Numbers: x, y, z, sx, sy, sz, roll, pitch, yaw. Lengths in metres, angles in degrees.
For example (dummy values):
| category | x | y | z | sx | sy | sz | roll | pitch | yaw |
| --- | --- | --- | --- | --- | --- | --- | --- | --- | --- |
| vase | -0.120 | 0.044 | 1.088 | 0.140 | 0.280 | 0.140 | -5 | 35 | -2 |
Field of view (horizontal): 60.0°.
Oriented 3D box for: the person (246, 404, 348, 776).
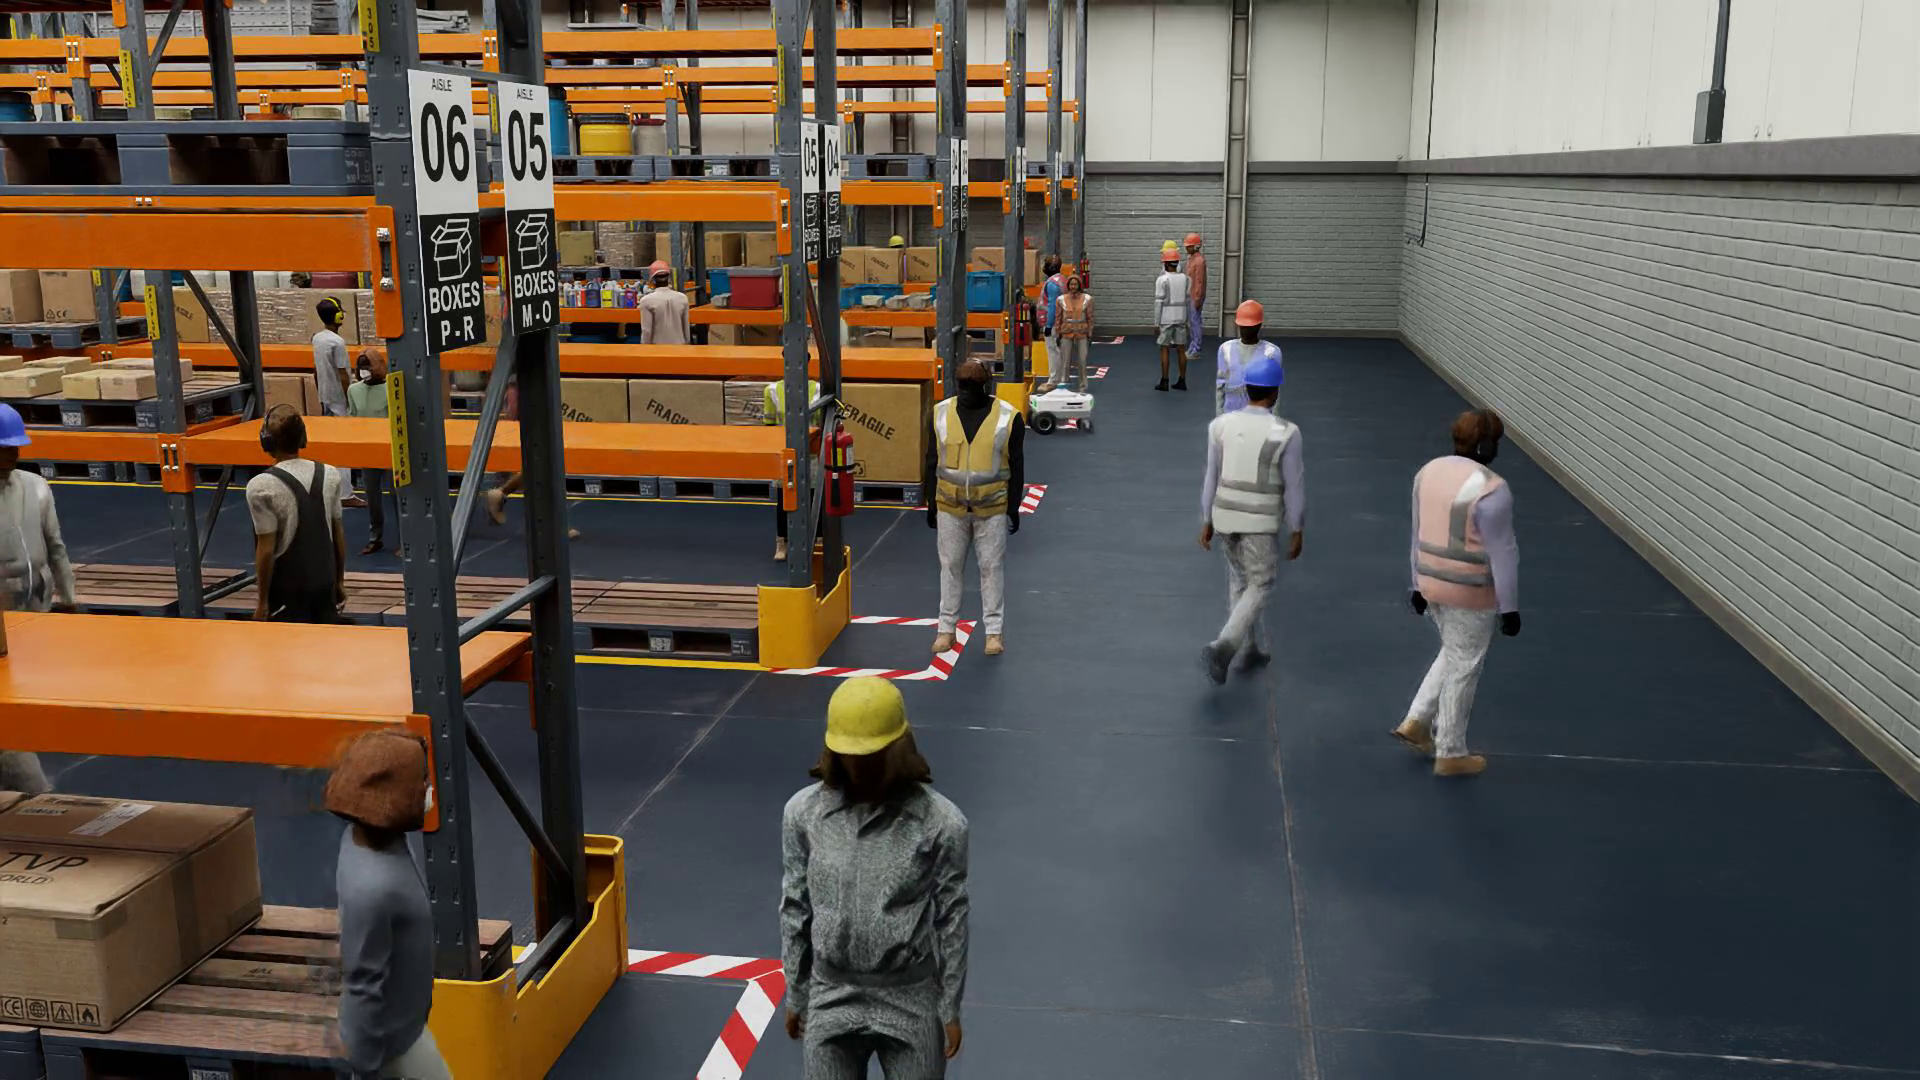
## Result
| category | x | y | z | sx | sy | sz | roll | pitch | yaw |
| --- | --- | --- | --- | --- | --- | --- | --- | --- | --- |
| person | -3.252 | 0.246 | 8.205 | 0.325 | 1.843 | 0.517 | 8 | 15 | 31 |

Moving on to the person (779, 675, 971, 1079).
| category | x | y | z | sx | sy | sz | roll | pitch | yaw |
| --- | --- | --- | --- | --- | --- | --- | --- | --- | --- |
| person | -0.224 | 1.175 | 4.250 | 0.492 | 1.741 | 0.324 | 2 | 13 | 10 |

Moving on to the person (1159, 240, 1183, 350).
| category | x | y | z | sx | sy | sz | roll | pitch | yaw |
| --- | --- | --- | --- | --- | --- | --- | --- | --- | --- |
| person | 3.532 | -4.117 | 27.965 | 0.404 | 1.821 | 0.593 | -2 | 13 | -7 |

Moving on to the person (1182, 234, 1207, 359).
| category | x | y | z | sx | sy | sz | roll | pitch | yaw |
| --- | --- | --- | --- | --- | --- | --- | --- | --- | --- |
| person | 3.722 | -3.880 | 26.521 | 0.405 | 1.986 | 0.612 | -1 | 13 | -5 |

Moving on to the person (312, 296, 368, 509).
| category | x | y | z | sx | sy | sz | roll | pitch | yaw |
| --- | --- | --- | --- | --- | --- | --- | --- | --- | --- |
| person | -5.495 | -1.211 | 14.717 | 0.531 | 1.875 | 0.316 | 11 | 17 | 41 |

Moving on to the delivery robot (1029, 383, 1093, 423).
| category | x | y | z | sx | sy | sz | roll | pitch | yaw |
| --- | --- | --- | --- | --- | --- | --- | --- | --- | --- |
| delivery robot | 1.160 | -1.550 | 19.036 | 0.707 | 0.478 | 0.477 | -2 | 13 | -8 |

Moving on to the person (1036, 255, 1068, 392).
| category | x | y | z | sx | sy | sz | roll | pitch | yaw |
| --- | --- | --- | --- | --- | --- | --- | --- | --- | --- |
| person | 1.246 | -2.941 | 22.600 | 0.429 | 1.846 | 0.625 | 3 | 13 | 11 |

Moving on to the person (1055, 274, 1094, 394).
| category | x | y | z | sx | sy | sz | roll | pitch | yaw |
| --- | --- | --- | --- | --- | --- | --- | --- | --- | --- |
| person | 1.501 | -2.670 | 21.865 | 0.508 | 1.629 | 0.317 | 1 | 13 | 5 |

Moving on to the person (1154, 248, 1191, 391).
| category | x | y | z | sx | sy | sz | roll | pitch | yaw |
| --- | --- | --- | --- | --- | --- | --- | --- | --- | --- |
| person | 2.868 | -2.990 | 22.638 | 0.549 | 1.929 | 0.386 | -5 | 14 | -23 |

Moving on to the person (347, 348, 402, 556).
| category | x | y | z | sx | sy | sz | roll | pitch | yaw |
| --- | --- | --- | --- | --- | --- | --- | --- | --- | --- |
| person | -4.496 | -0.676 | 12.880 | 0.497 | 1.627 | 0.288 | 3 | 13 | 14 |

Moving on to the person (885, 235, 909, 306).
| category | x | y | z | sx | sy | sz | roll | pitch | yaw |
| --- | --- | --- | --- | --- | --- | --- | --- | --- | --- |
| person | -1.014 | -4.078 | 27.576 | 0.401 | 1.915 | 0.603 | 10 | 16 | 38 |

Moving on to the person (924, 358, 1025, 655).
| category | x | y | z | sx | sy | sz | roll | pitch | yaw |
| --- | --- | --- | --- | --- | --- | --- | --- | --- | --- |
| person | 0.079 | -0.201 | 10.248 | 0.619 | 1.838 | 0.430 | 2 | 13 | 9 |

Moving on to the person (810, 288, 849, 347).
| category | x | y | z | sx | sy | sz | roll | pitch | yaw |
| --- | --- | --- | --- | --- | --- | --- | --- | --- | --- |
| person | -1.344 | -1.635 | 16.788 | 0.413 | 1.811 | 0.607 | 4 | 13 | 17 |

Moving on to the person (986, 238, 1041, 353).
| category | x | y | z | sx | sy | sz | roll | pitch | yaw |
| --- | --- | --- | --- | --- | --- | --- | --- | --- | --- |
| person | 0.885 | -3.717 | 25.840 | 0.979 | 1.946 | 0.661 | 3 | 13 | 12 |

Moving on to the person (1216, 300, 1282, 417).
| category | x | y | z | sx | sy | sz | roll | pitch | yaw |
| --- | --- | --- | --- | --- | --- | --- | --- | --- | --- |
| person | 2.354 | -1.007 | 13.677 | 0.543 | 1.929 | 0.381 | 6 | 14 | 27 |

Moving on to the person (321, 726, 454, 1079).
| category | x | y | z | sx | sy | sz | roll | pitch | yaw |
| --- | --- | --- | --- | --- | --- | --- | --- | --- | --- |
| person | -1.524 | 1.246 | 4.239 | 0.767 | 1.602 | 0.494 | -4 | 13 | -19 |

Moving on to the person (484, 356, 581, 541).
| category | x | y | z | sx | sy | sz | roll | pitch | yaw |
| --- | --- | --- | --- | --- | --- | --- | --- | --- | --- |
| person | -3.478 | -0.984 | 13.349 | 0.717 | 2.021 | 0.628 | 4 | 13 | 16 |

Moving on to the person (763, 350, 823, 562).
| category | x | y | z | sx | sy | sz | roll | pitch | yaw |
| --- | --- | --- | --- | --- | --- | --- | --- | --- | --- |
| person | -1.231 | -0.659 | 12.652 | 0.532 | 1.690 | 0.322 | 0 | 12 | 1 |

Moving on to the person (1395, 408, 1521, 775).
| category | x | y | z | sx | sy | sz | roll | pitch | yaw |
| --- | --- | --- | --- | --- | --- | --- | --- | --- | --- |
| person | 2.474 | 0.267 | 8.163 | 0.442 | 1.828 | 0.638 | -4 | 13 | -16 |

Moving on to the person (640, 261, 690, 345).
| category | x | y | z | sx | sy | sz | roll | pitch | yaw |
| --- | --- | --- | --- | --- | --- | --- | --- | --- | --- |
| person | -3.272 | -2.086 | 18.419 | 0.612 | 1.984 | 0.401 | -10 | 16 | -38 |

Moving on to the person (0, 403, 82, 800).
| category | x | y | z | sx | sy | sz | roll | pitch | yaw |
| --- | --- | --- | --- | --- | --- | --- | --- | --- | --- |
| person | -4.361 | 0.324 | 7.690 | 0.572 | 1.941 | 0.629 | 4 | 13 | 19 |

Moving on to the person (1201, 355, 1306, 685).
| category | x | y | z | sx | sy | sz | roll | pitch | yaw |
| --- | --- | --- | --- | --- | --- | --- | --- | --- | --- |
| person | 1.646 | -0.101 | 9.636 | 0.624 | 1.920 | 0.802 | 11 | 17 | 41 |
